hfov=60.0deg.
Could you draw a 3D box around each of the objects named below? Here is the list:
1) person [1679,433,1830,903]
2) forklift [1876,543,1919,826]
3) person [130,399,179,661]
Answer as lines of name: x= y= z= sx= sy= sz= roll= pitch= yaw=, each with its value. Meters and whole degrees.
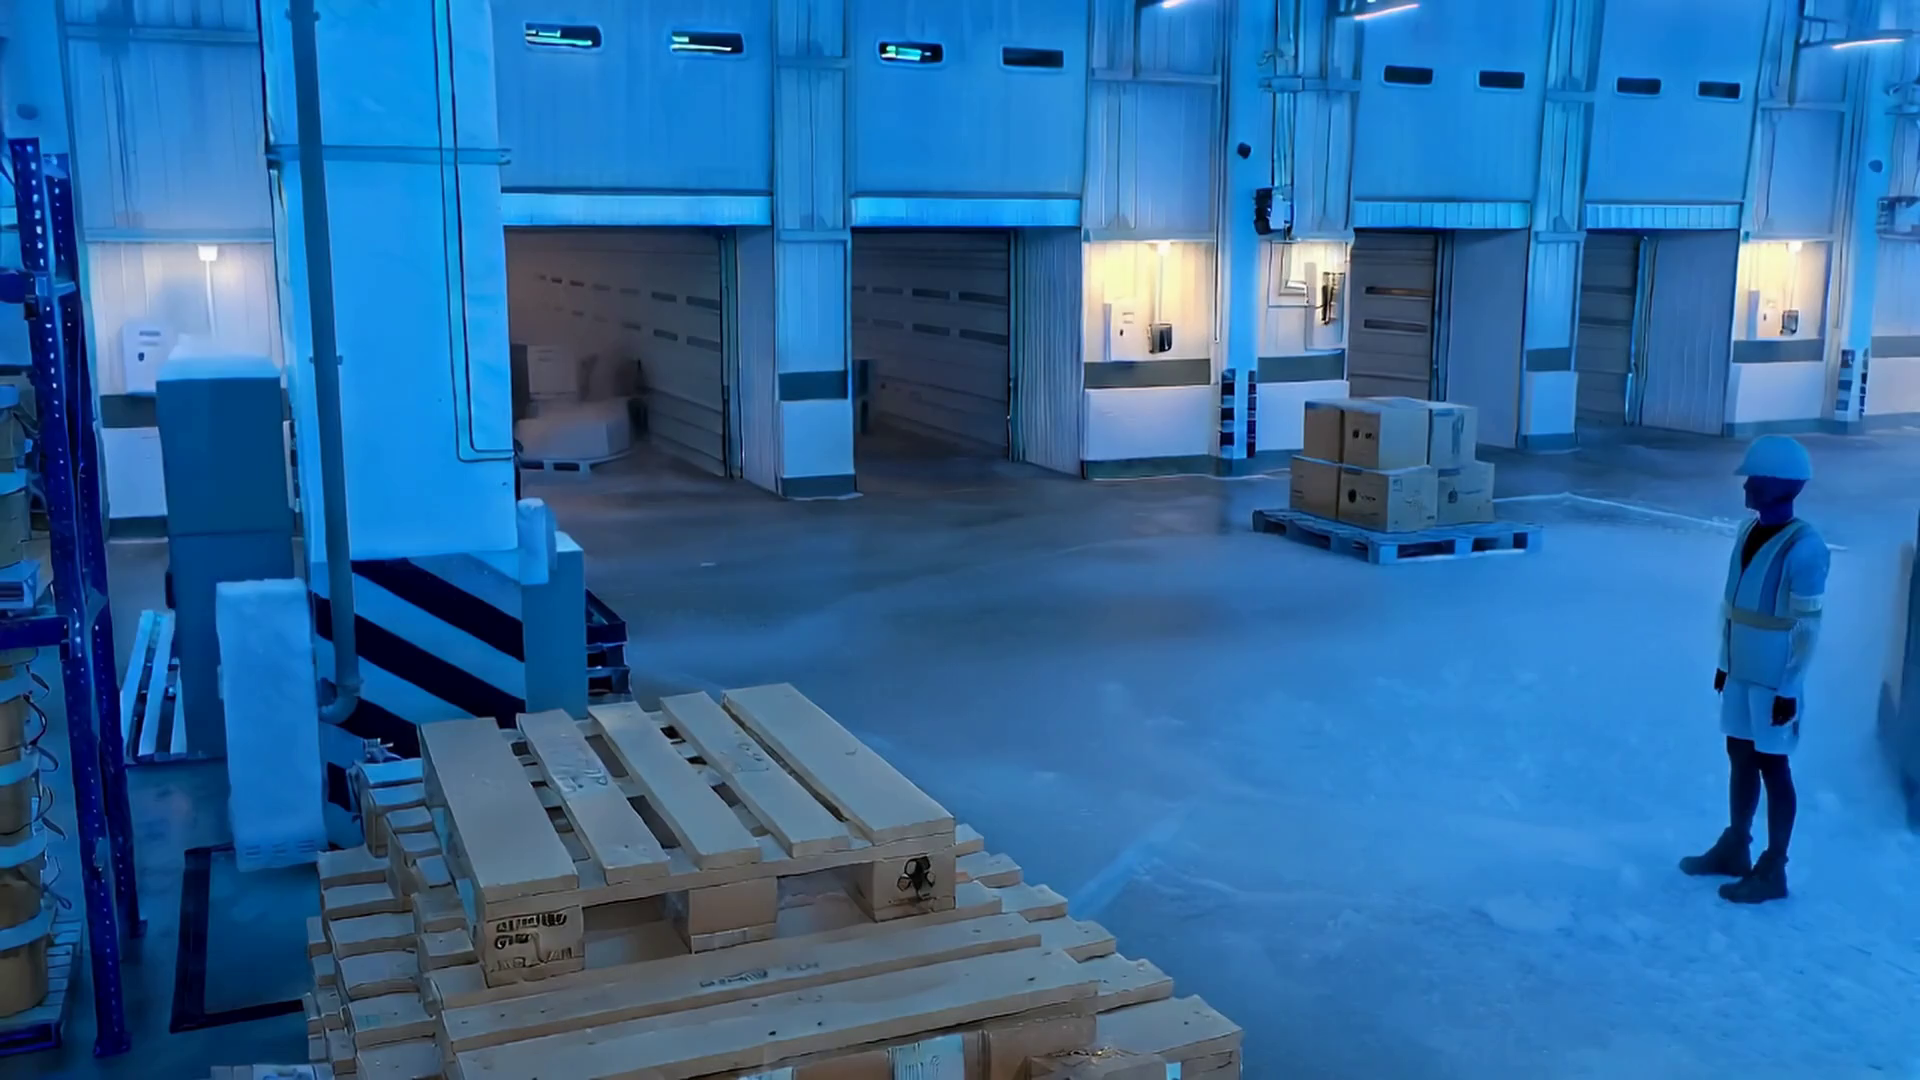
person: x=3.301 y=0.526 z=6.876 sx=0.354 sy=1.942 sz=0.545 roll=-1 pitch=10 yaw=-6
forklift: x=5.205 y=-0.147 z=7.997 sx=1.129 sy=2.768 sz=1.873 roll=5 pitch=11 yaw=25
person: x=-4.914 y=-0.168 z=10.877 sx=0.980 sy=1.898 sz=0.549 roll=-3 pitch=11 yaw=-16
